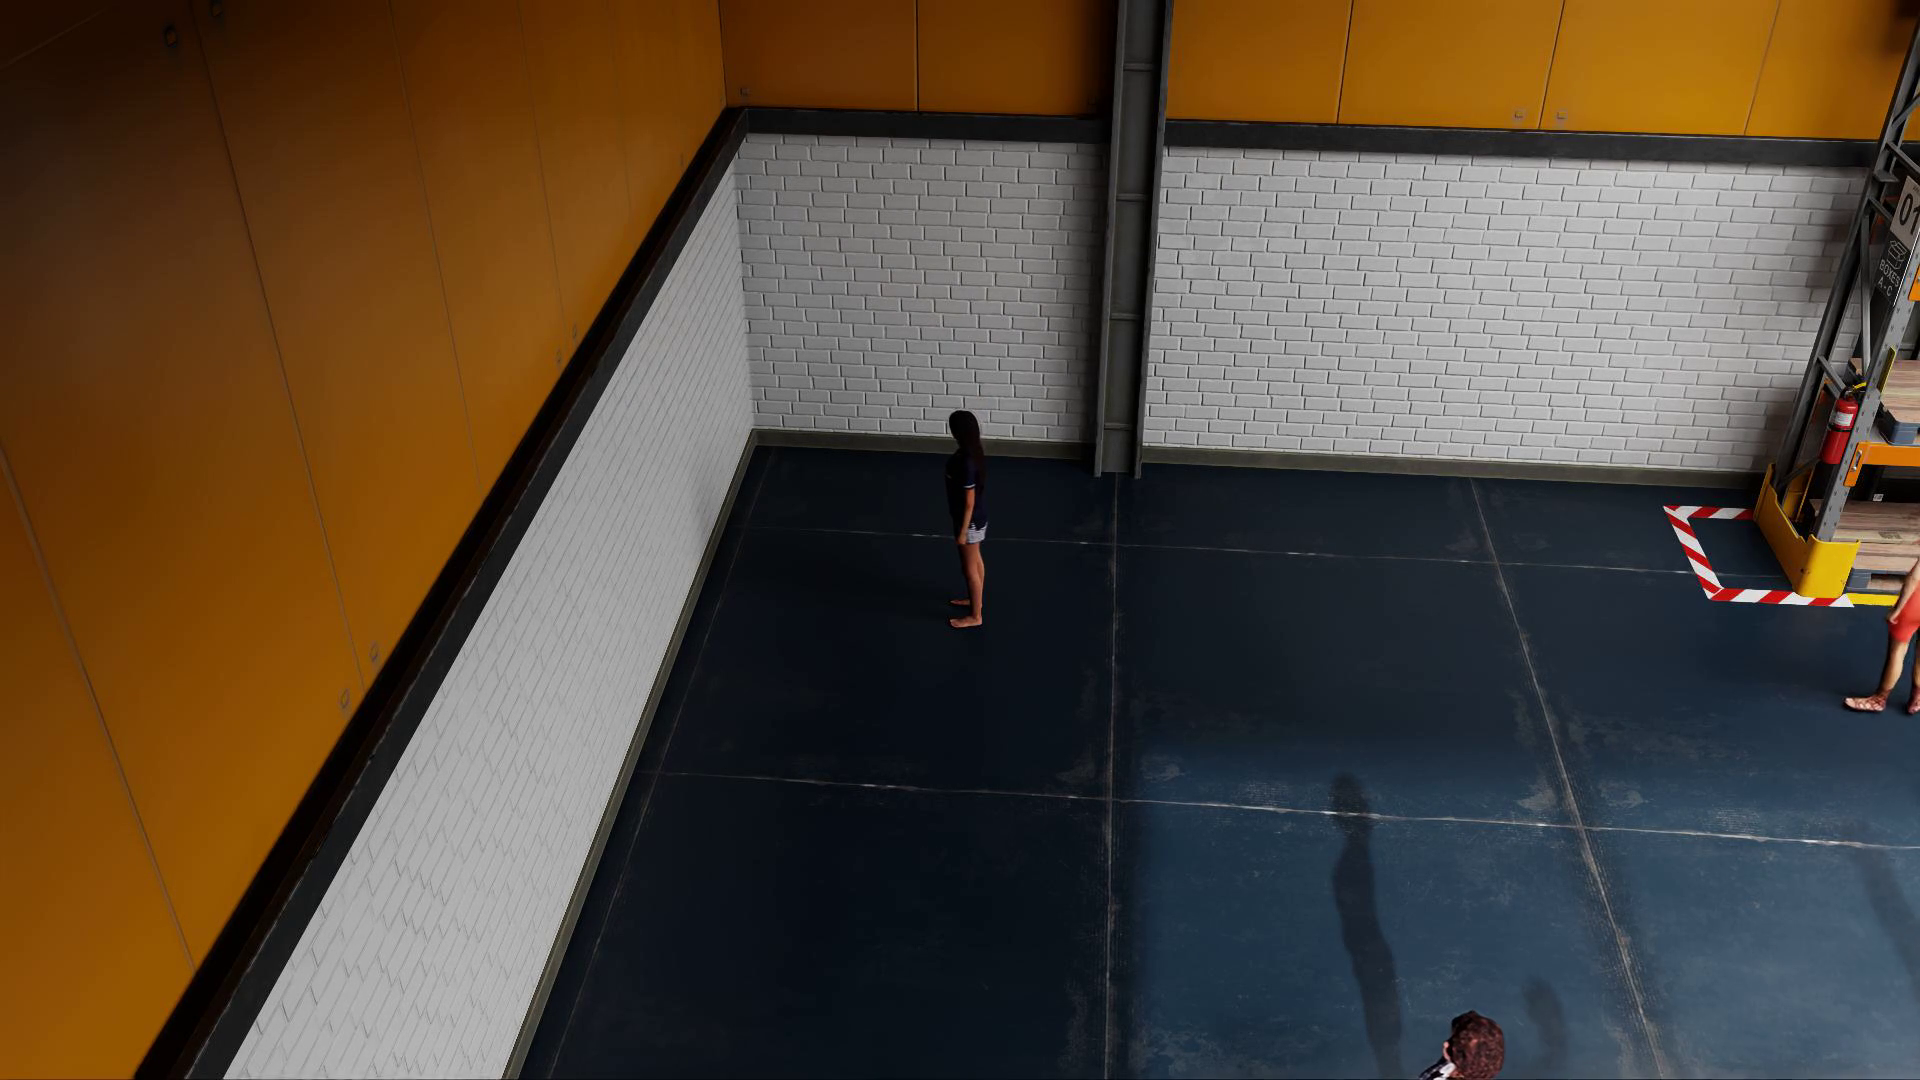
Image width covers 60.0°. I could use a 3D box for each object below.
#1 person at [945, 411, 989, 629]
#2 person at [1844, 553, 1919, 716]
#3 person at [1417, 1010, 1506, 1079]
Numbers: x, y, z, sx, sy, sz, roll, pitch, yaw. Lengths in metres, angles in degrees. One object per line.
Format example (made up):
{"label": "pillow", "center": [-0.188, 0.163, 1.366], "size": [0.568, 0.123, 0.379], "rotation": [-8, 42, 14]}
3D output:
{"label": "person", "center": [0.069, -0.156, 12.007], "size": [0.523, 1.766, 0.568], "rotation": [4, 34, 6]}
{"label": "person", "center": [6.418, 0.467, 11.126], "size": [0.586, 1.703, 0.855], "rotation": [-14, 36, -20]}
{"label": "person", "center": [2.241, 2.786, 7.640], "size": [0.533, 1.701, 0.604], "rotation": [4, 34, 6]}
